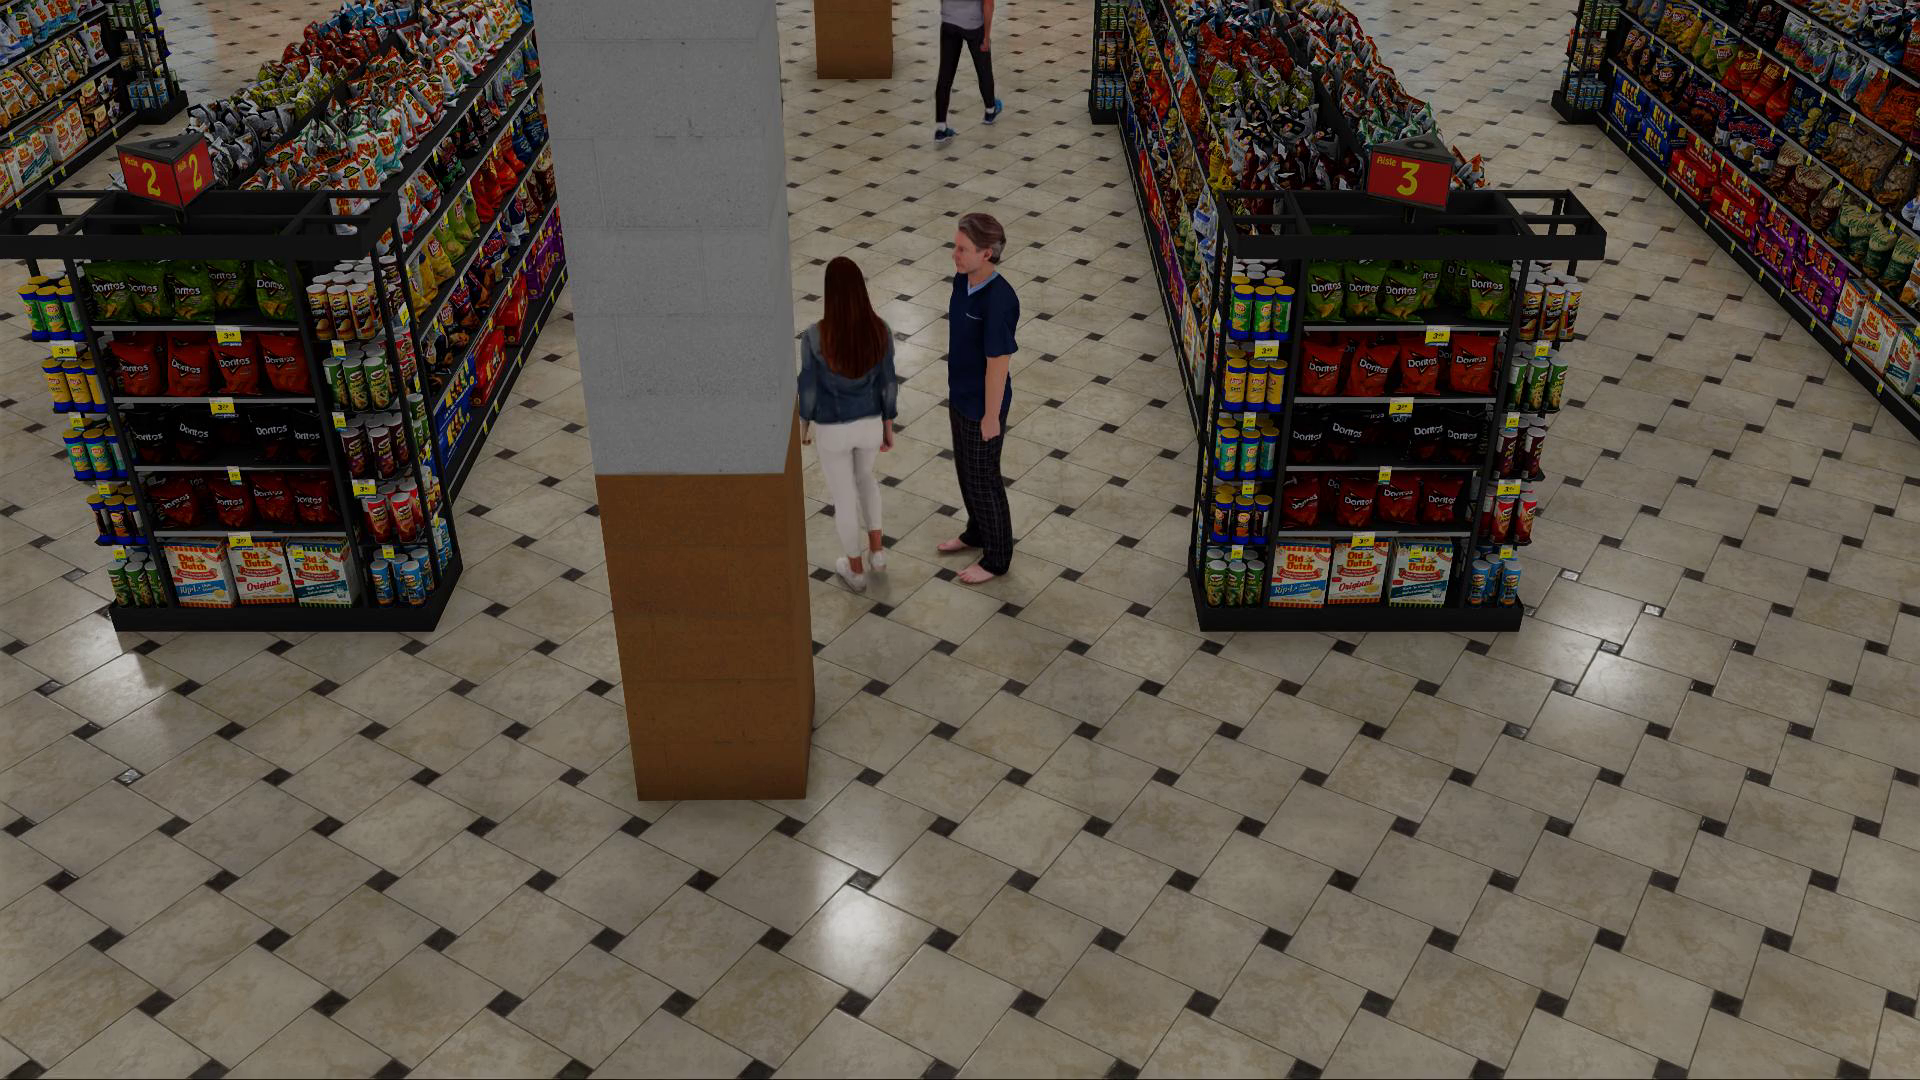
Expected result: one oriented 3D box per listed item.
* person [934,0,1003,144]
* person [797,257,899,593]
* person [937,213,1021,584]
[{"bbox_3d":[-0.016,-4.124,13.573,0.979,1.773,1.277,11,34,17],"label":"person"},{"bbox_3d":[-0.490,-0.471,7.782,0.708,1.689,0.713,-13,34,-20],"label":"person"},{"bbox_3d":[0.101,-0.678,7.945,0.784,1.869,0.612,-11,34,-17],"label":"person"}]
